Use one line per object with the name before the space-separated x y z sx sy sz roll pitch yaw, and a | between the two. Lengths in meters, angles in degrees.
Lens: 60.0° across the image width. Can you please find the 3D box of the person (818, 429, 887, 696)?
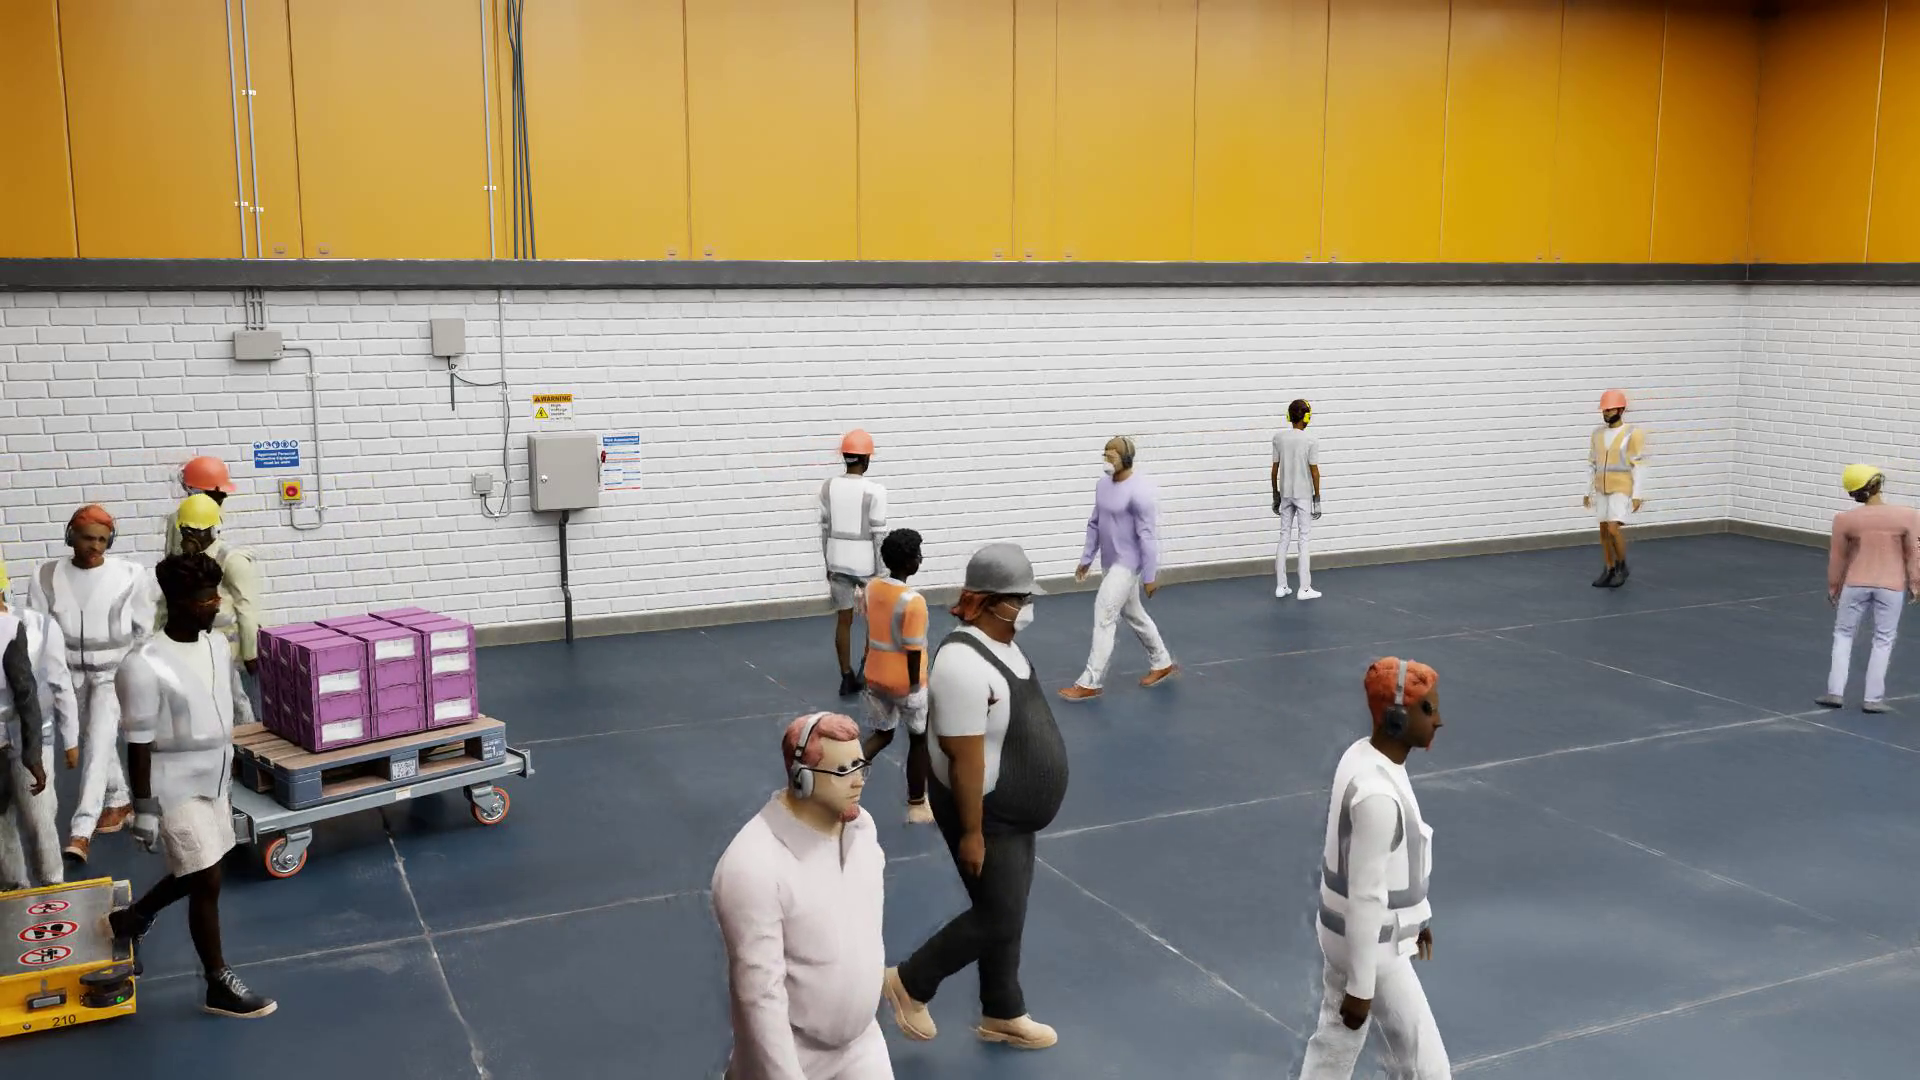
person | -0.746 0.167 11.927 0.542 1.922 0.419 3 10 20

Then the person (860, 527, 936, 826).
person | -0.398 0.760 8.985 0.657 1.671 0.530 -7 12 -39

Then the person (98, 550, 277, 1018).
person | -3.231 0.985 6.808 0.808 1.936 0.602 2 9 11

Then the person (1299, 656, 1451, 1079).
person | 1.424 1.277 5.216 0.872 1.849 0.597 1 9 7

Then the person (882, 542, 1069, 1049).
person | 0.096 0.994 6.399 0.644 2.000 0.694 2 9 15

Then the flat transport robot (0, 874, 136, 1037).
flat transport robot | -3.935 1.751 7.179 0.652 0.197 1.431 -5 10 -27

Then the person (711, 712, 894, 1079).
person | -0.381 1.385 4.577 1.020 1.847 0.654 7 11 36

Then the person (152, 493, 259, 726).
person | -4.399 0.617 9.534 0.623 1.775 0.894 7 11 36

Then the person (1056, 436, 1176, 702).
person | 1.172 0.188 11.910 1.031 1.894 0.636 -4 10 -21

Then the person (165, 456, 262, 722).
person | -4.526 0.452 10.104 0.996 1.927 0.615 -7 12 -38

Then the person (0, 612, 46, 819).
person | -4.400 0.936 7.369 0.608 1.857 1.046 -5 10 -27

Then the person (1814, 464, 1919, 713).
person | 6.237 0.352 11.421 0.601 1.727 0.355 6 11 34

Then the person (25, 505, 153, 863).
person | -4.555 0.734 8.674 0.619 1.823 0.978 -1 9 -9

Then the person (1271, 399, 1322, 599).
person | 3.136 -0.380 15.469 0.512 1.868 0.329 8 12 39

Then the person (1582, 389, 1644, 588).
person | 6.233 -0.480 15.916 0.433 1.919 0.565 -6 11 -31

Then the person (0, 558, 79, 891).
person | -4.323 0.935 7.483 0.604 1.808 0.574 -3 10 -19
